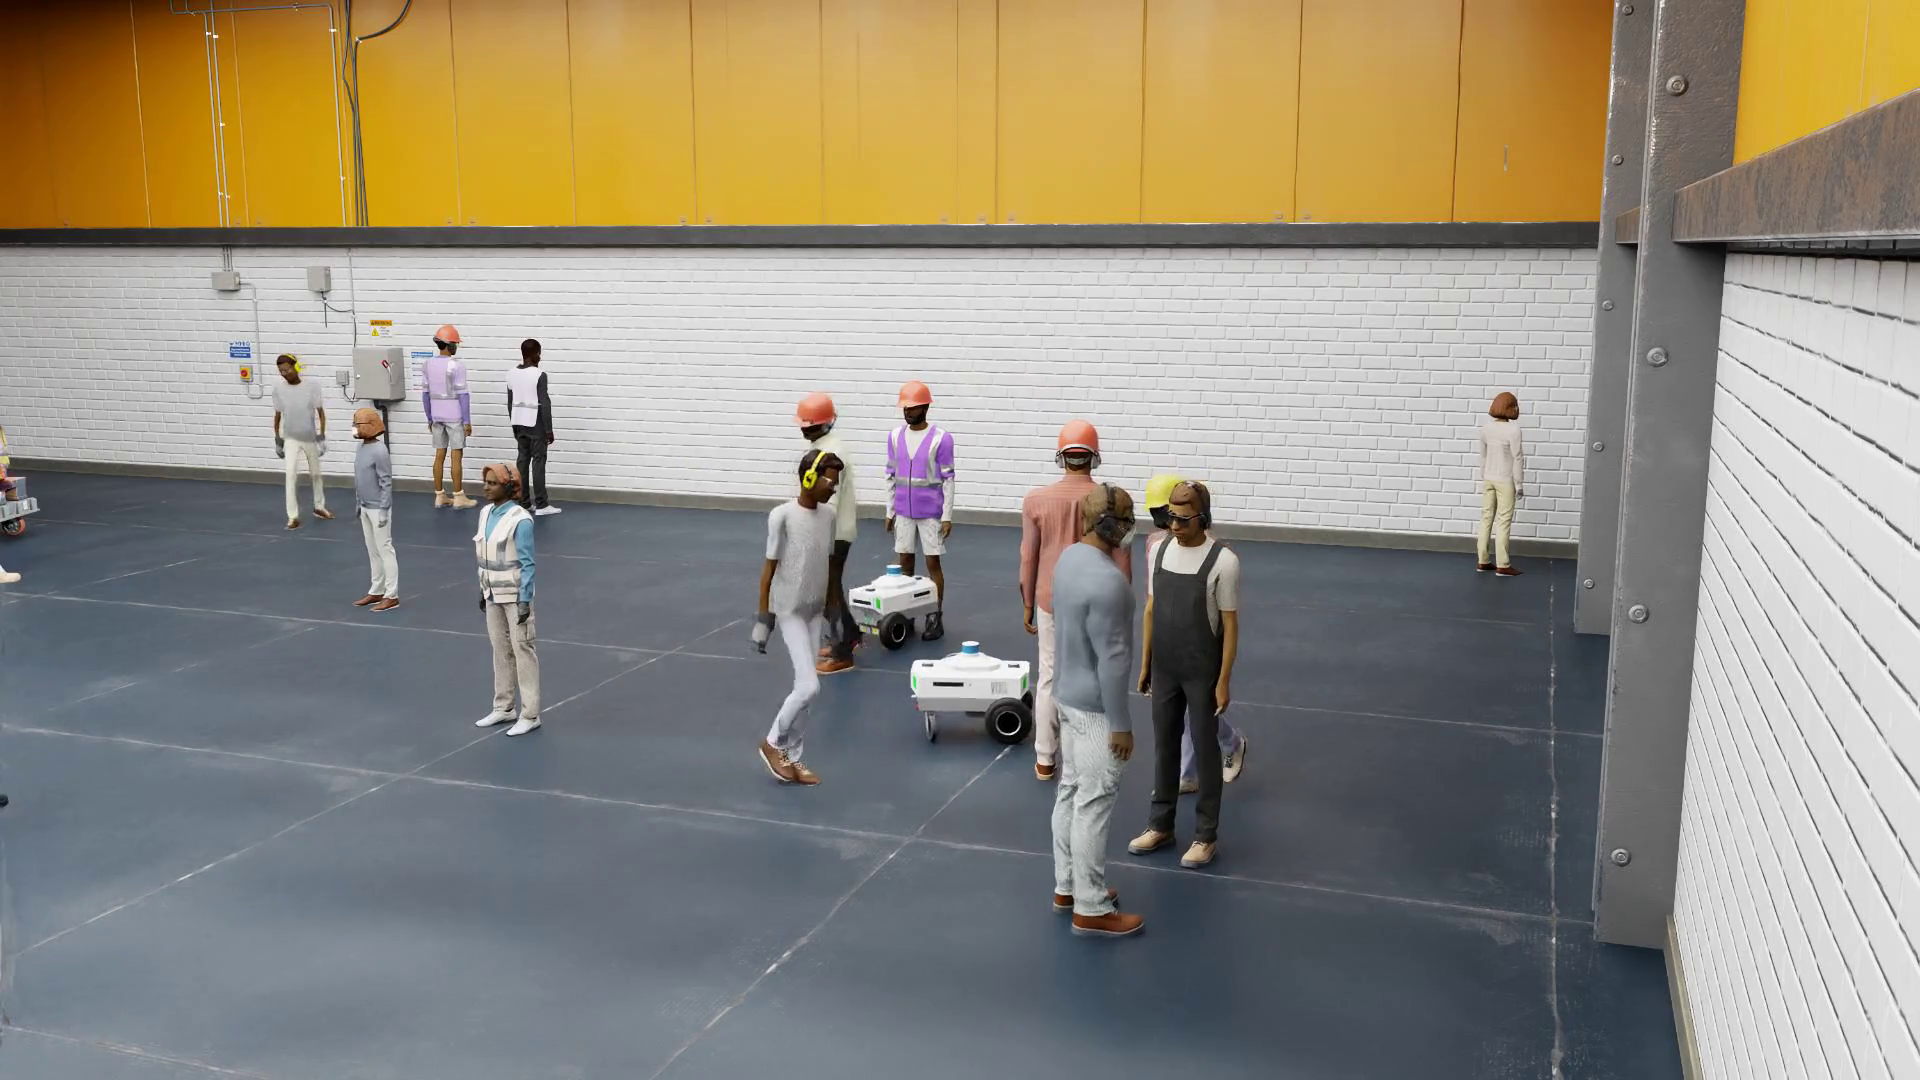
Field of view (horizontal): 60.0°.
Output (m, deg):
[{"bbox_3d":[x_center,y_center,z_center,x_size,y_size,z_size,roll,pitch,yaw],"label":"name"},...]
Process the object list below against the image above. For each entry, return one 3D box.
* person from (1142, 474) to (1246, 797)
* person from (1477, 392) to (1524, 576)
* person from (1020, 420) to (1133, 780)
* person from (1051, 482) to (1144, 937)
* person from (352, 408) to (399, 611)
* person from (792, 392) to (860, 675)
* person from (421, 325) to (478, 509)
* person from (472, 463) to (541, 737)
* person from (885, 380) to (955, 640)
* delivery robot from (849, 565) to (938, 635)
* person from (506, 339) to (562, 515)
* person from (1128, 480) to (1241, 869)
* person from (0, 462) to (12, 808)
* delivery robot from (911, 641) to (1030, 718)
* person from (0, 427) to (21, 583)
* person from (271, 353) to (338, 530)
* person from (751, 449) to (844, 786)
[{"bbox_3d":[1.222,0.501,8.859,0.521,1.741,0.548,-6,12,-31],"label":"person"},{"bbox_3d":[4.813,-0.501,14.782,0.284,1.636,0.500,-5,11,-25],"label":"person"},{"bbox_3d":[0.630,0.339,9.072,0.615,1.986,0.407,2,10,9],"label":"person"},{"bbox_3d":[0.576,0.714,7.101,0.363,1.936,0.648,-3,10,-14],"label":"person"},{"bbox_3d":[-4.715,-0.248,13.358,0.280,1.634,0.498,-9,14,-42],"label":"person"},{"bbox_3d":[-0.913,-0.036,11.272,0.481,1.952,0.642,-3,10,-15],"label":"person"},{"bbox_3d":[-5.669,-1.364,18.491,0.611,2.042,0.394,5,11,26],"label":"person"},{"bbox_3d":[-2.718,0.346,9.988,0.514,1.645,0.309,9,13,41],"label":"person"},{"bbox_3d":[-0.315,-0.215,12.322,0.550,1.935,0.376,5,11,25],"label":"person"},{"bbox_3d":[-0.486,0.428,12.312,0.477,0.478,0.707,9,14,39],"label":"delivery robot"},{"bbox_3d":[-4.663,-1.223,18.071,0.587,1.913,0.391,6,12,31],"label":"person"},{"bbox_3d":[1.068,0.625,7.866,0.504,1.841,0.344,9,13,40],"label":"person"},{"bbox_3d":[-5.047,0.489,8.489,0.499,1.889,0.602,-5,11,-24],"label":"person"},{"bbox_3d":[0.062,0.851,9.949,0.707,0.478,0.477,1,10,3],"label":"delivery robot"},{"bbox_3d":[-8.488,-0.542,14.443,0.634,1.839,0.429,9,13,40],"label":"person"},{"bbox_3d":[-6.867,-1.053,17.408,0.561,1.826,0.824,-4,11,-19],"label":"person"},{"bbox_3d":[-0.845,0.426,8.990,0.395,1.834,0.582,7,13,36],"label":"person"}]
